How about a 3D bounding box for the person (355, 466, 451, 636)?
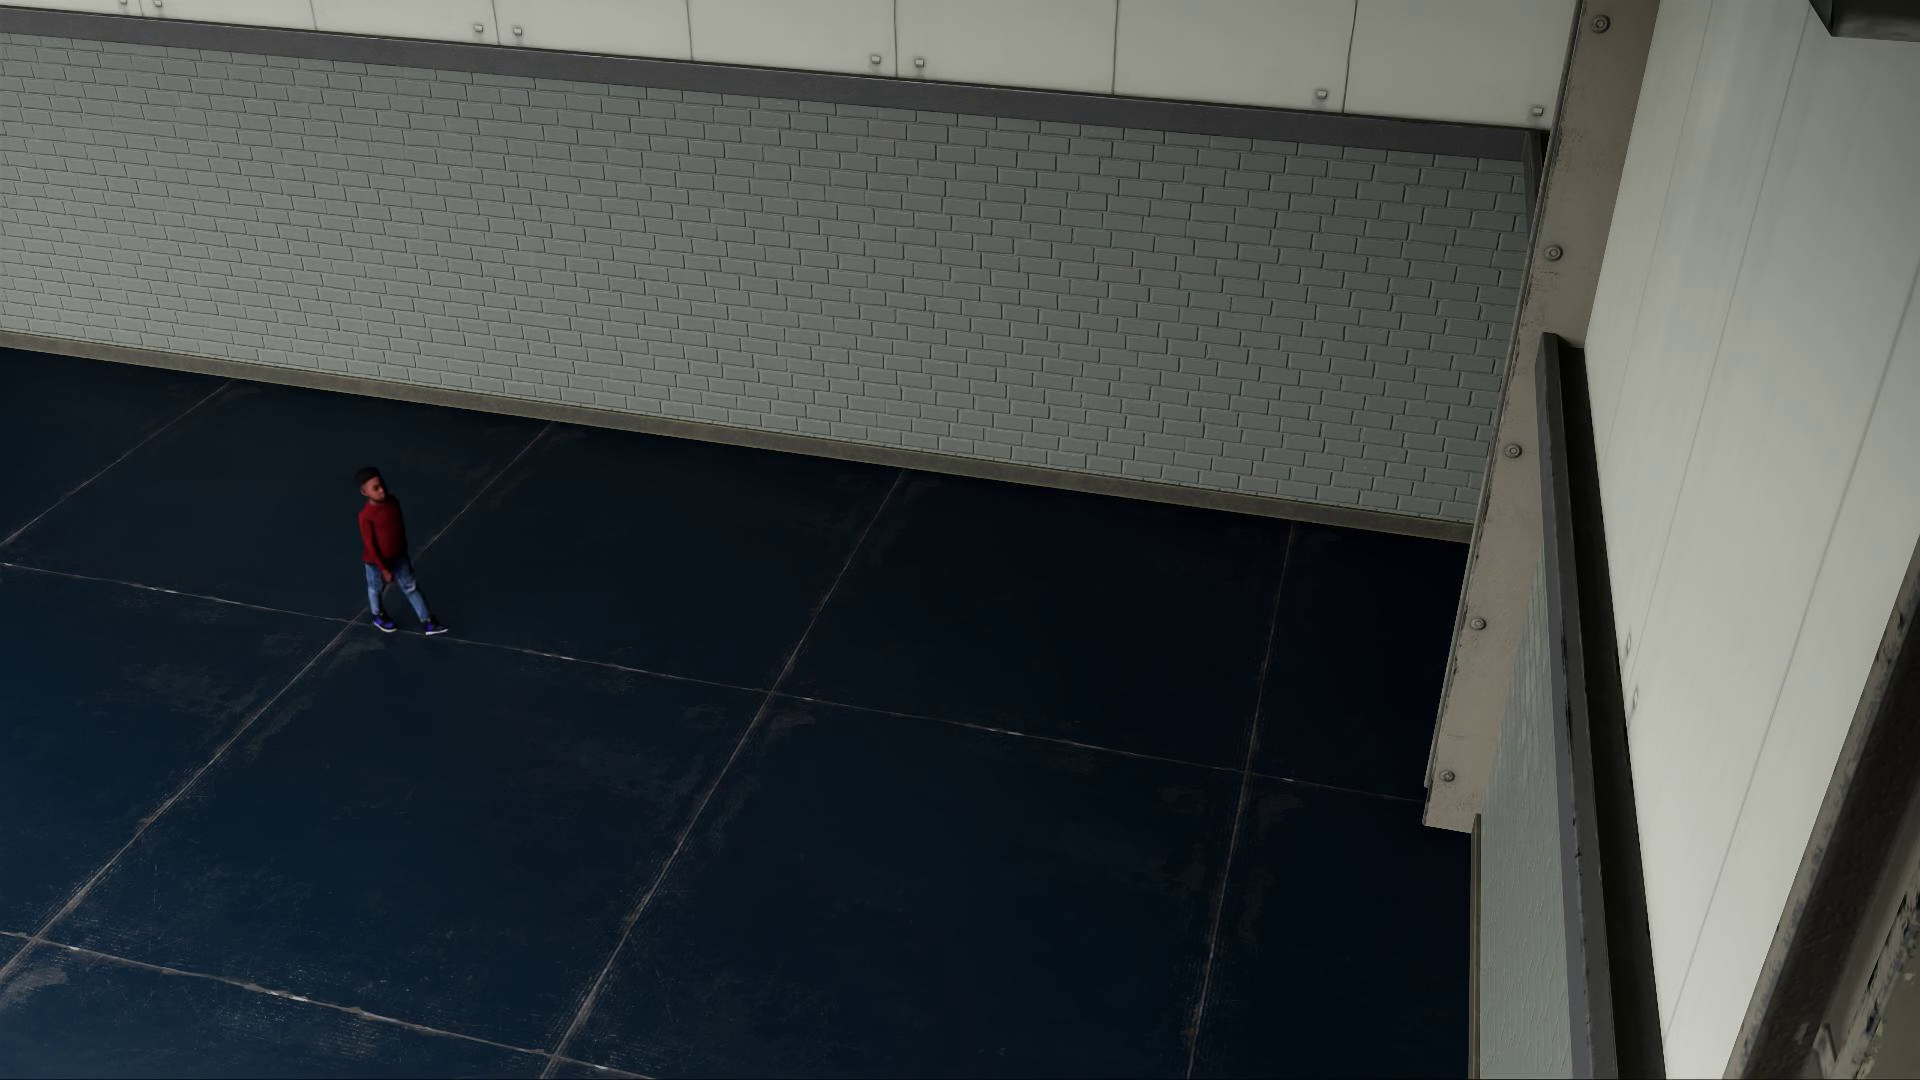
[{"bbox_3d":[-3.768,0.088,10.777,0.717,1.224,0.837,18,36,26],"label":"person"}]
